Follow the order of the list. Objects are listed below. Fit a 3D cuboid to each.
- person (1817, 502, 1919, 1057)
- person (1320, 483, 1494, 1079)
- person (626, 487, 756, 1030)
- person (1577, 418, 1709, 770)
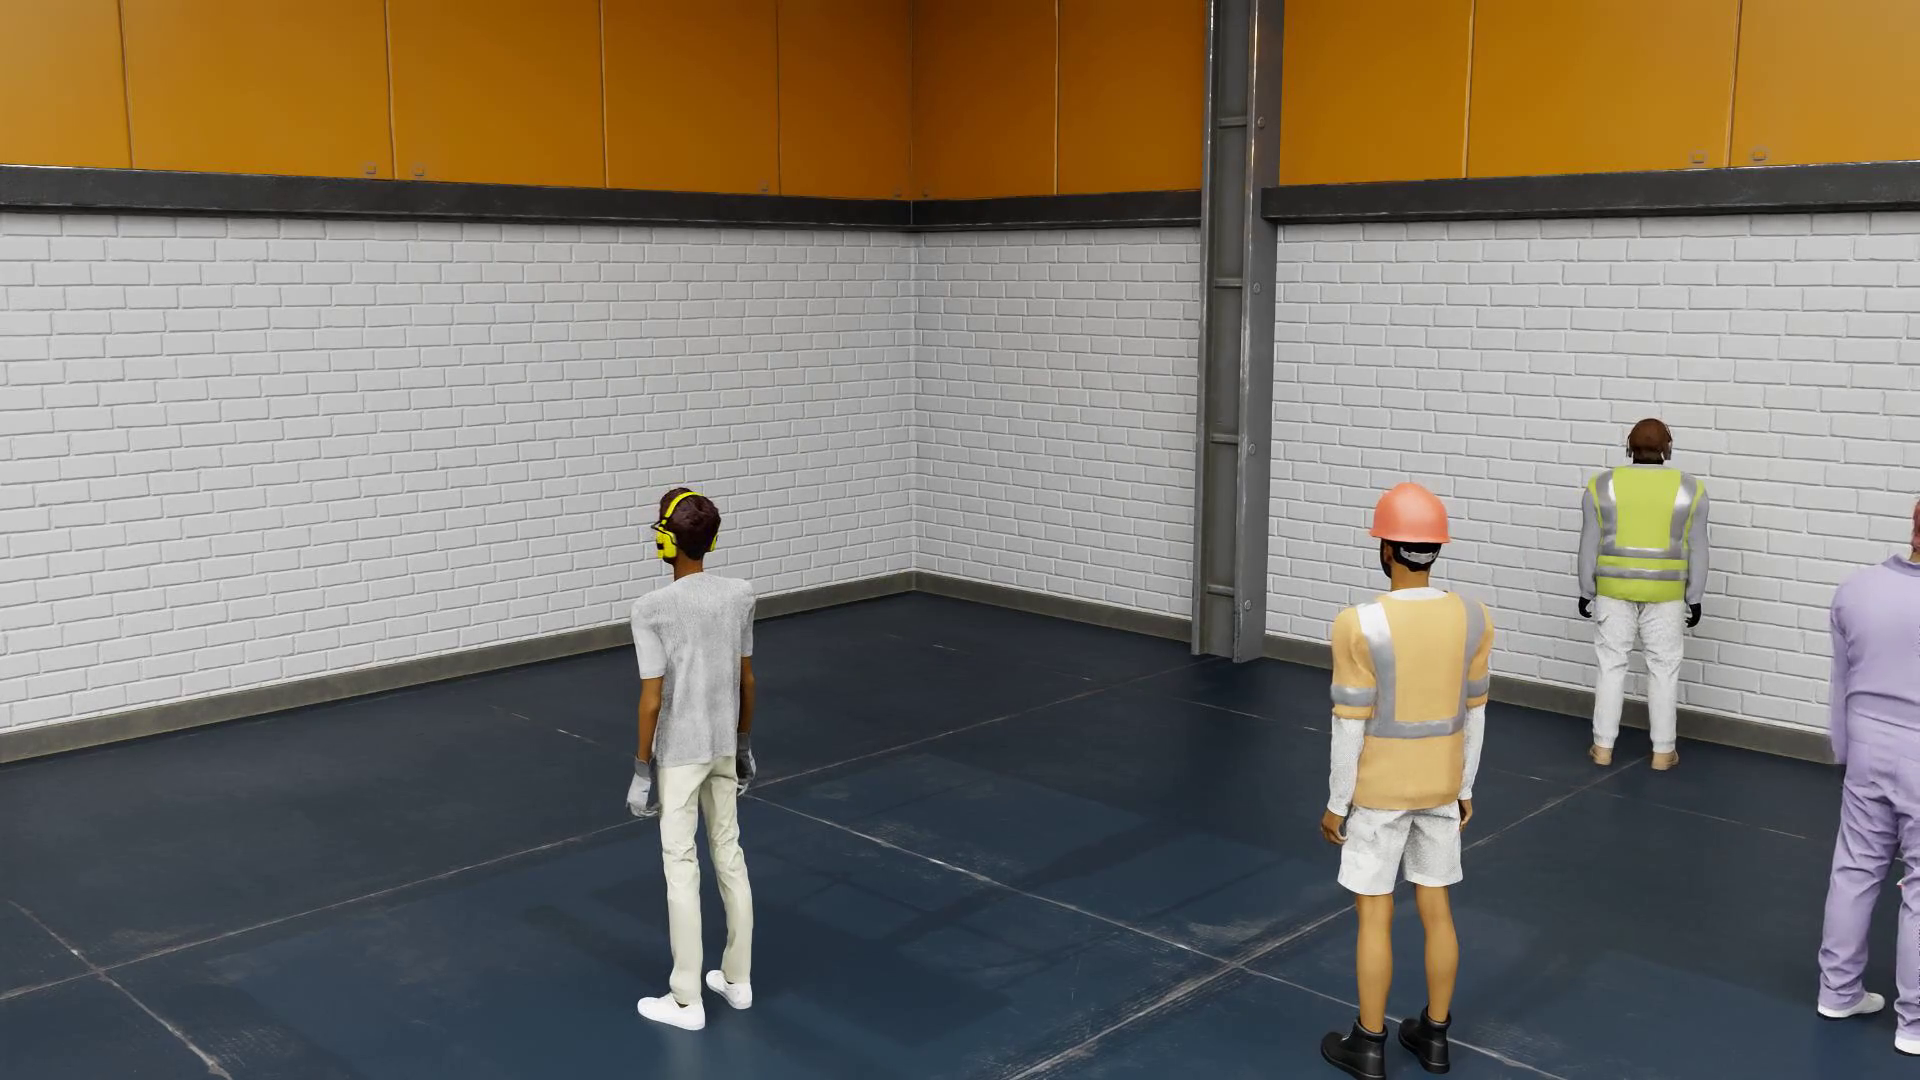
[{"bbox_3d":[3.220,0.765,5.564,0.403,1.900,0.639,-4,10,-25],"label":"person"},{"bbox_3d":[1.409,0.782,5.334,0.545,1.938,0.355,-3,10,-16],"label":"person"},{"bbox_3d":[-0.924,0.747,5.742,0.328,1.877,0.513,9,13,43],"label":"person"},{"bbox_3d":[3.565,0.279,8.715,0.634,1.839,0.429,4,10,22],"label":"person"}]
